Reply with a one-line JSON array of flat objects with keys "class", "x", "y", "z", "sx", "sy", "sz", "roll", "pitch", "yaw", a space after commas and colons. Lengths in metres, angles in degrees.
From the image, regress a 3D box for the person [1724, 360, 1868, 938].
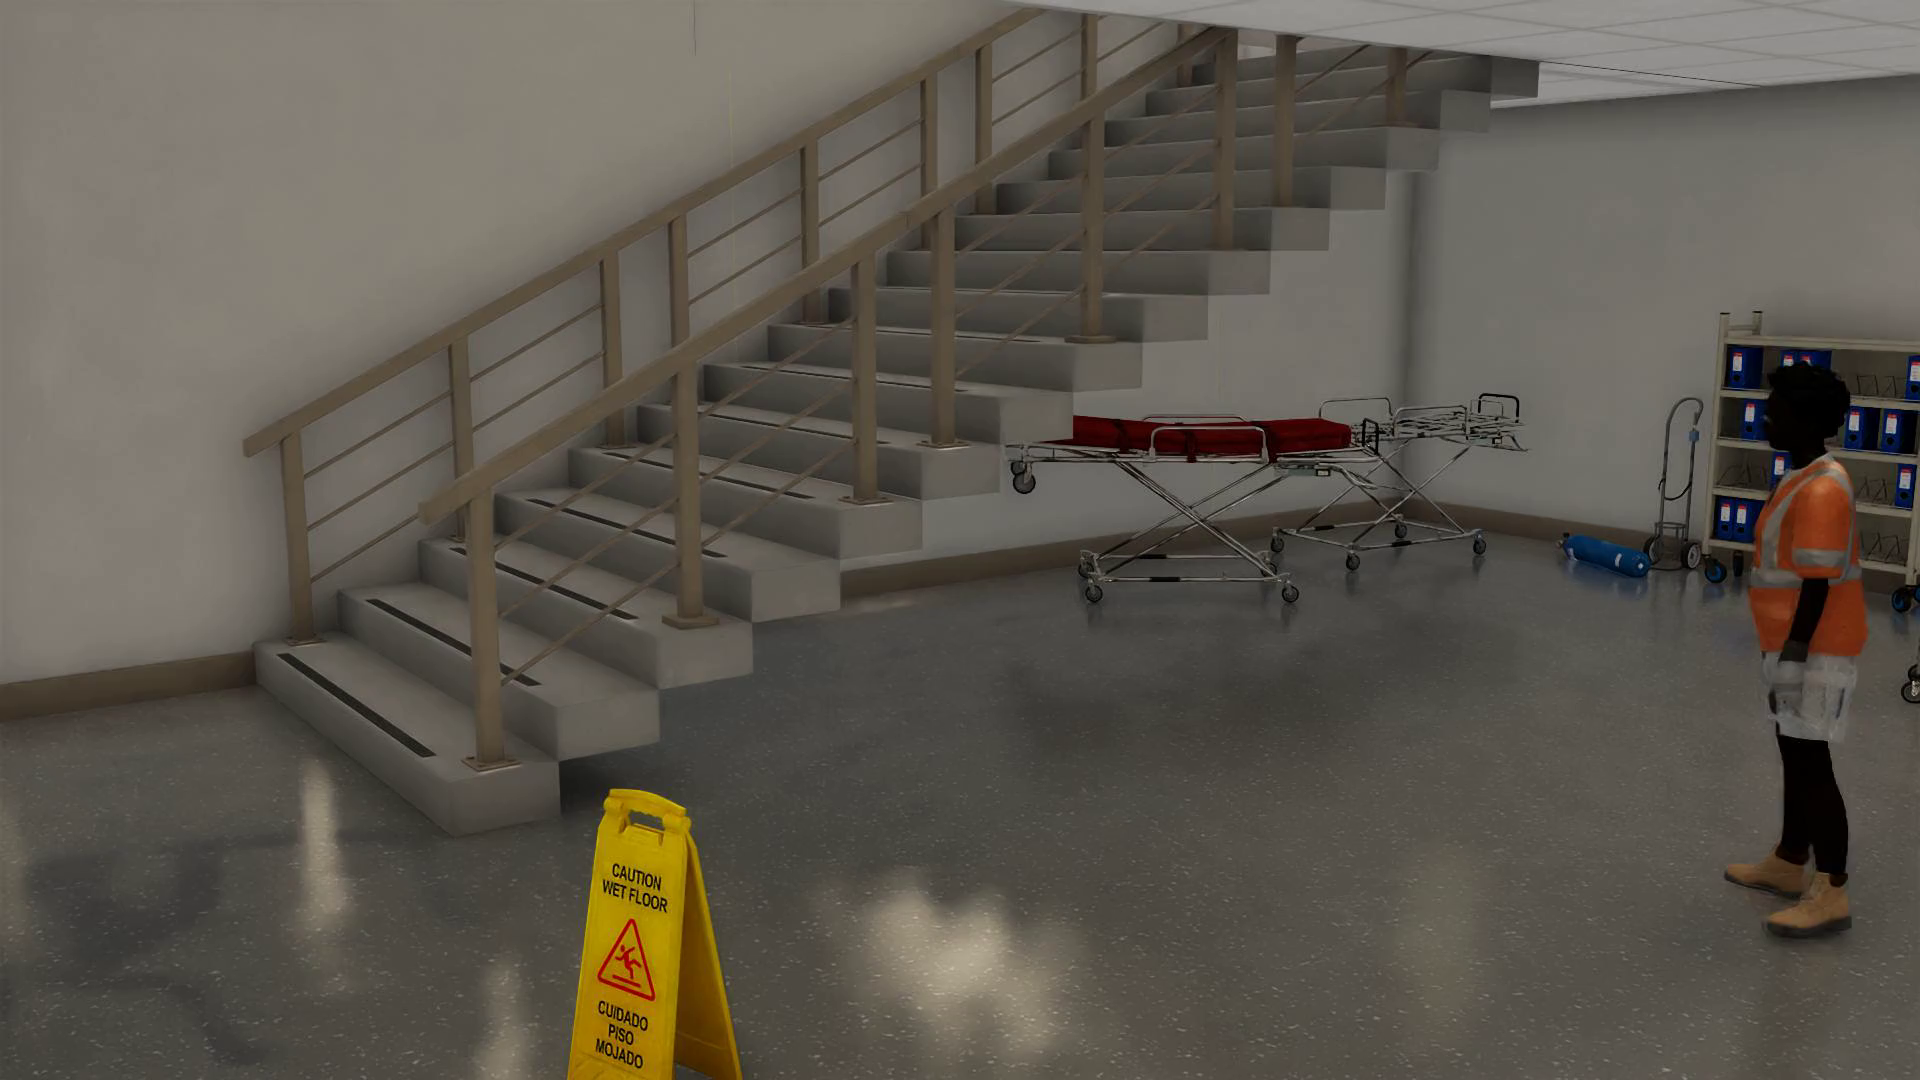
[{"class": "person", "x": 2.551, "y": 0.313, "z": 5.023, "sx": 0.333, "sy": 1.699, "sz": 0.605, "roll": 4, "pitch": 11, "yaw": 23}]
